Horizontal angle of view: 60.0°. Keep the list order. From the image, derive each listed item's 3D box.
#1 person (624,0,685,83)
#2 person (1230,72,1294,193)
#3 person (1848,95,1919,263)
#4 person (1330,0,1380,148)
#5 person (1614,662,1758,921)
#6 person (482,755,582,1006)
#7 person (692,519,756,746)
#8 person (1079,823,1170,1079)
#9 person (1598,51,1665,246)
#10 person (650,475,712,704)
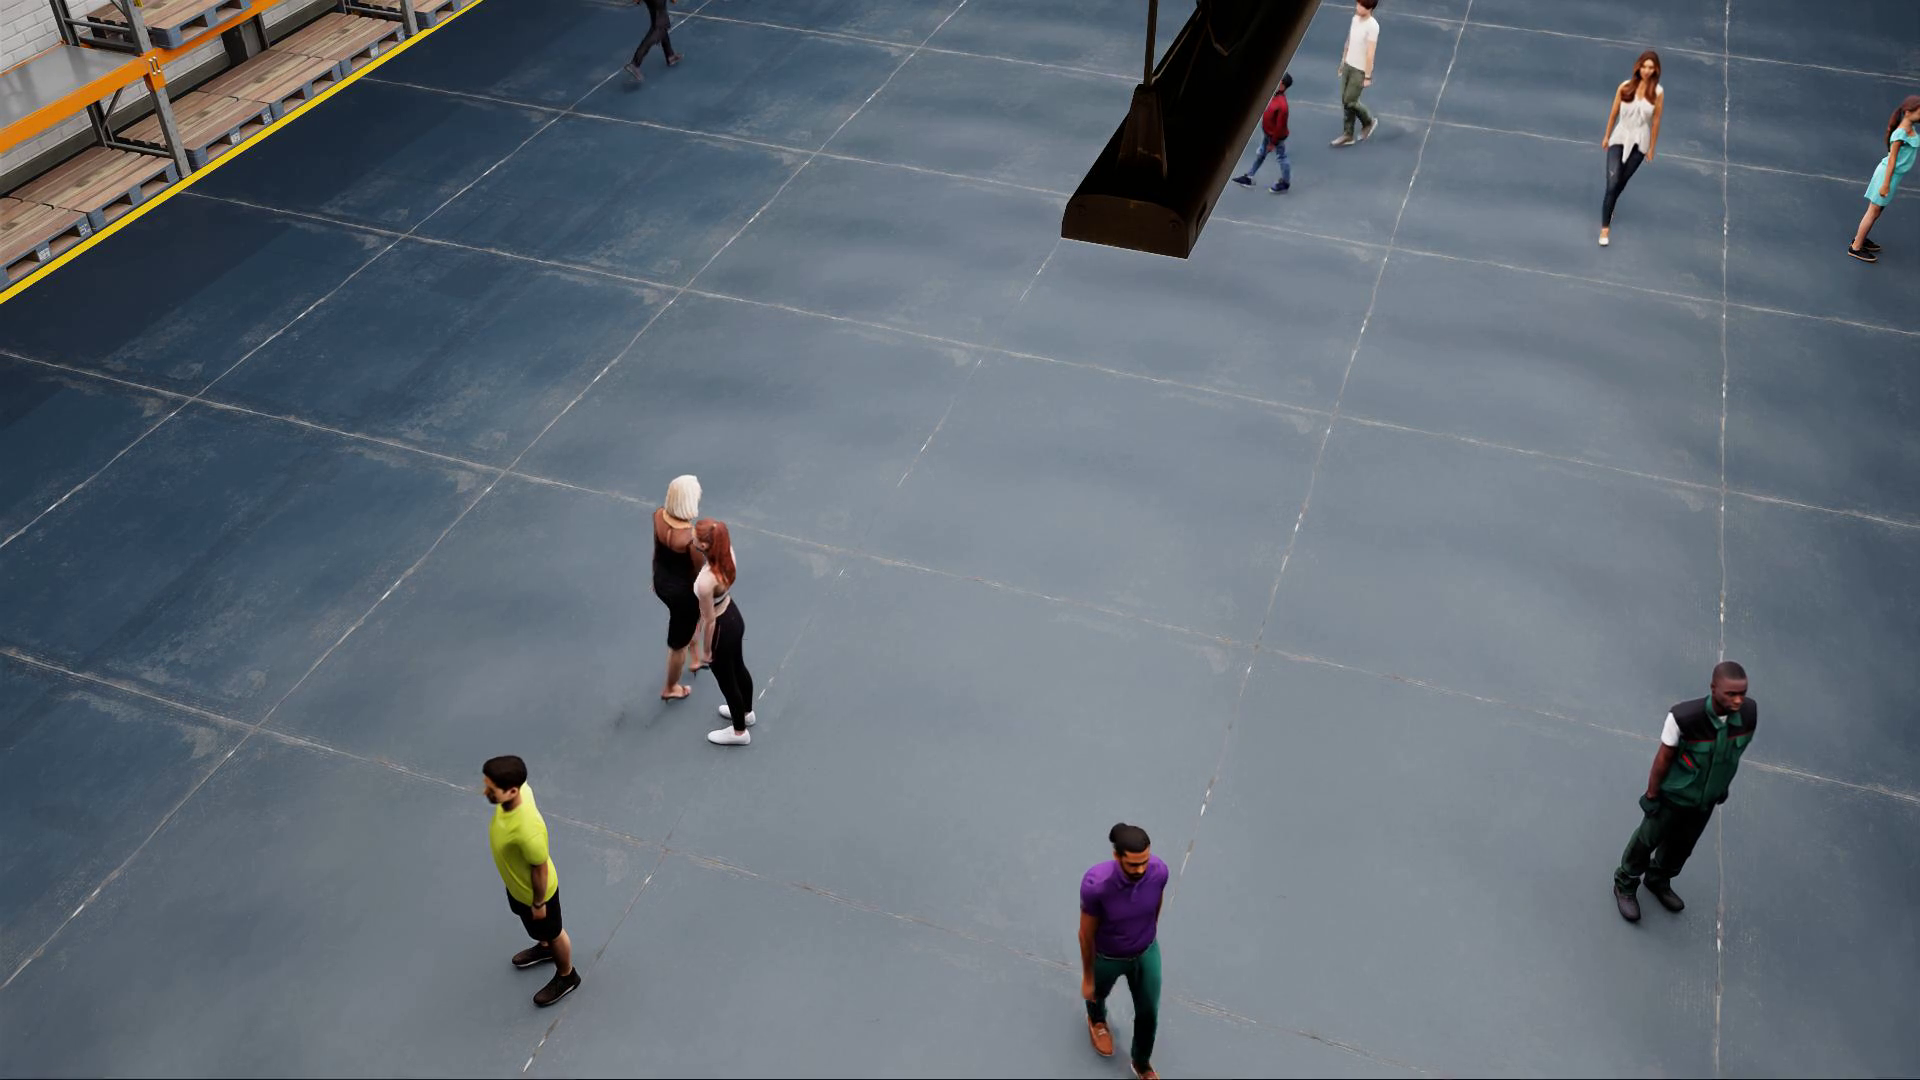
[{"bbox_3d":[-3.455,-5.972,18.380,0.831,1.791,1.289,23,44,26],"label":"person"},{"bbox_3d":[3.168,-3.998,16.357,0.814,1.230,0.832,-7,39,-9],"label":"person"},{"bbox_3d":[8.529,-3.343,15.274,0.663,1.558,0.554,24,44,27],"label":"person"},{"bbox_3d":[4.144,-4.837,17.076,0.829,1.645,0.775,-14,41,-17],"label":"person"},{"bbox_3d":[4.000,1.362,9.157,0.783,1.839,0.797,-9,39,-11],"label":"person"},{"bbox_3d":[-2.272,1.752,8.775,0.732,1.708,0.698,-21,43,-24],"label":"person"},{"bbox_3d":[-1.451,0.565,10.235,0.655,1.740,0.477,9,40,12],"label":"person"},{"bbox_3d":[0.768,2.008,8.424,0.907,1.745,1.019,-8,39,-10],"label":"person"},{"bbox_3d":[6.278,-3.726,15.609,0.644,1.740,1.108,11,40,14],"label":"person"},{"bbox_3d":[-1.833,0.364,10.509,0.858,1.712,0.779,-31,48,-33],"label":"person"}]
